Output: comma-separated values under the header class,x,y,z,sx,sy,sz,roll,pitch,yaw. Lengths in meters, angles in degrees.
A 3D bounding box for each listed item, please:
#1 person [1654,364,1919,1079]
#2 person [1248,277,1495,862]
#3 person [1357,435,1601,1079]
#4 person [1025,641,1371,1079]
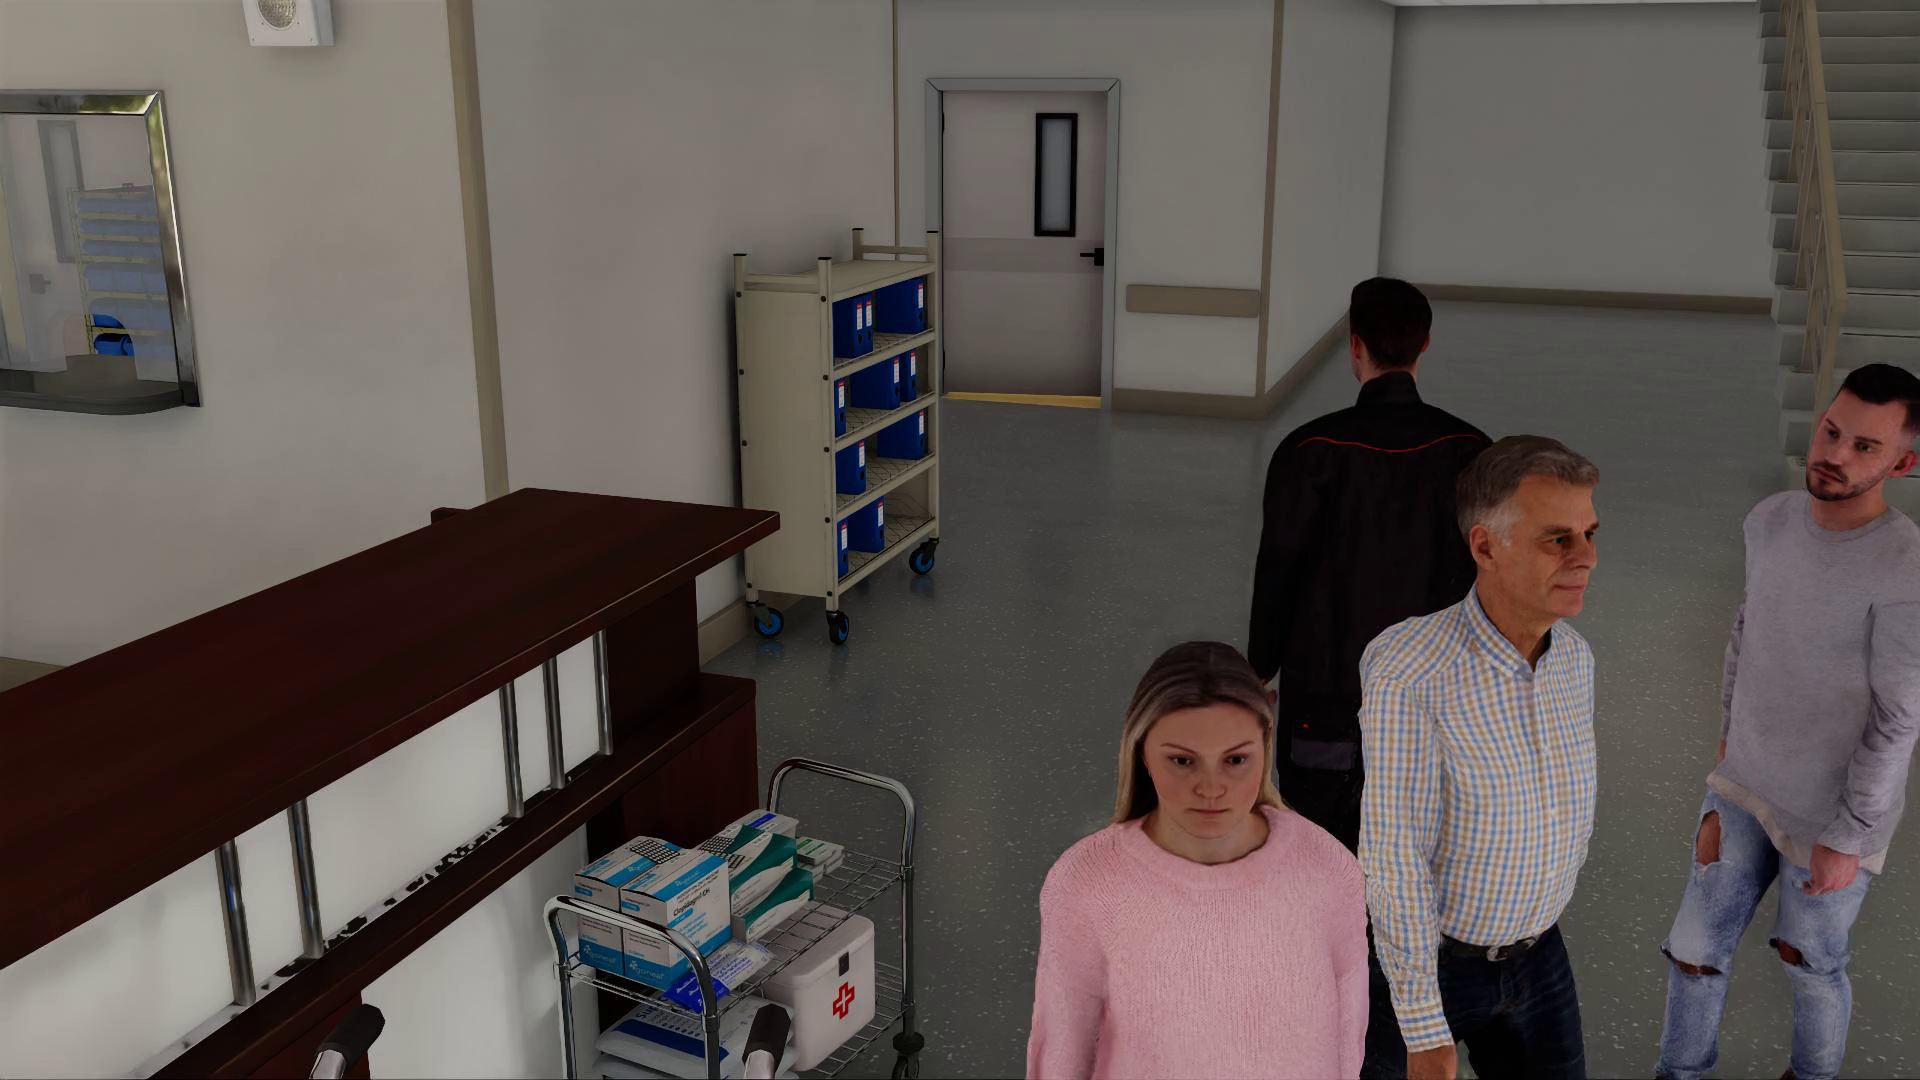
class,x,y,z,sx,sy,sz,roll,pitch,yaw
person,1.789,0.514,3.487,1.017,1.803,0.961,-3,16,-10
person,0.949,0.369,3.849,0.943,1.885,1.155,0,16,-1
person,0.789,0.705,2.873,1.116,1.769,1.207,-6,17,-22
person,0.318,0.916,2.304,0.767,1.672,0.878,-1,16,-3
